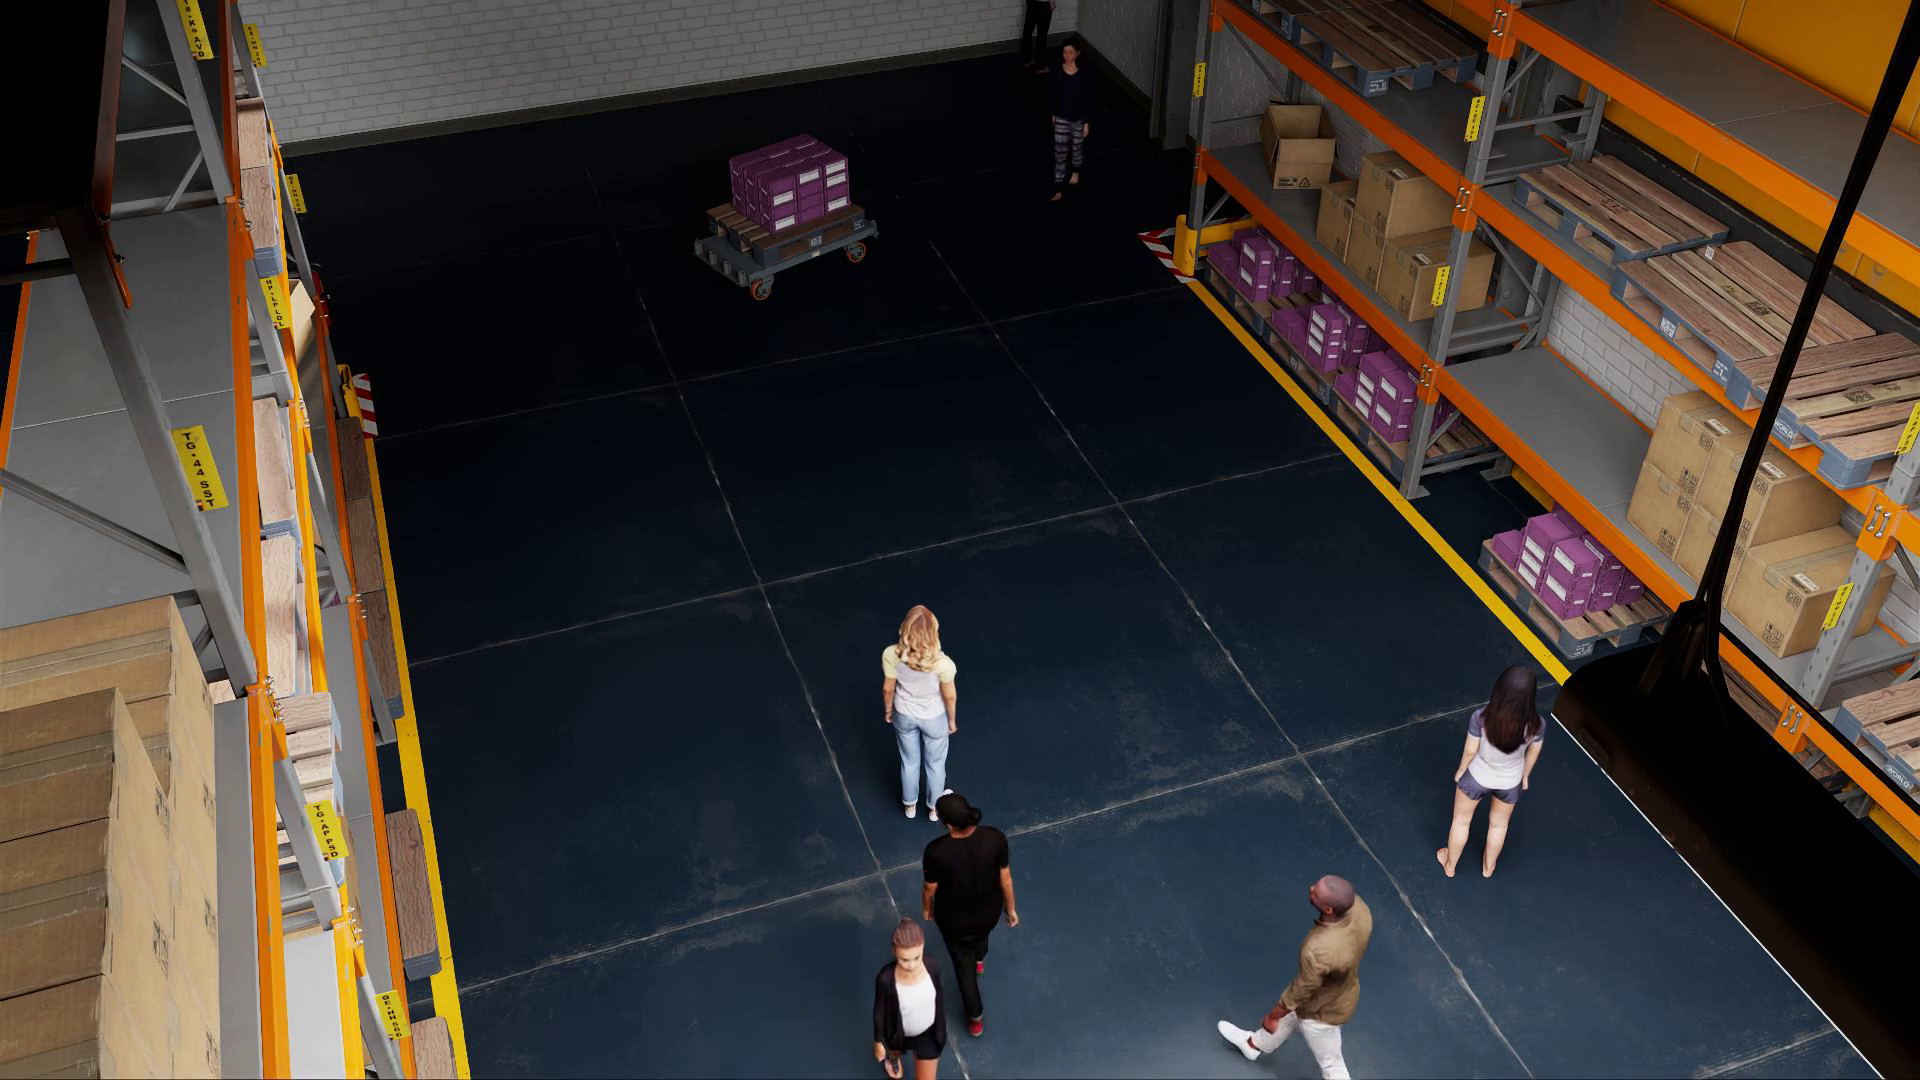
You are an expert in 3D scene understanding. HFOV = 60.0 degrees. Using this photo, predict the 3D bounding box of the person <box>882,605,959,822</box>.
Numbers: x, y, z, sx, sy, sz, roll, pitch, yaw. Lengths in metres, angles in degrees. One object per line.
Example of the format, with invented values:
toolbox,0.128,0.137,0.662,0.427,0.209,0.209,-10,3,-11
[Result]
person,-0.245,1.097,10.407,0.714,1.722,0.724,8,39,9

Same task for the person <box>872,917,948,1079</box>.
person,-0.291,2.502,8.805,0.606,1.526,1.054,-10,40,-12

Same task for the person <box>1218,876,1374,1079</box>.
person,1.964,2.447,8.666,1.295,1.784,1.167,22,44,25

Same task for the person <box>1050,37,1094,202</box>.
person,1.192,-4.431,17.357,1.010,1.687,1.157,10,40,12

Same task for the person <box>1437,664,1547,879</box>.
person,3.209,1.407,10.031,0.671,1.706,0.663,3,39,4

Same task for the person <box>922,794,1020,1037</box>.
person,0.064,2.109,9.141,0.716,1.720,0.939,-8,39,-10

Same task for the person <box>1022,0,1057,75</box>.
person,0.936,-6.522,19.842,0.796,1.853,0.614,-24,44,-27
